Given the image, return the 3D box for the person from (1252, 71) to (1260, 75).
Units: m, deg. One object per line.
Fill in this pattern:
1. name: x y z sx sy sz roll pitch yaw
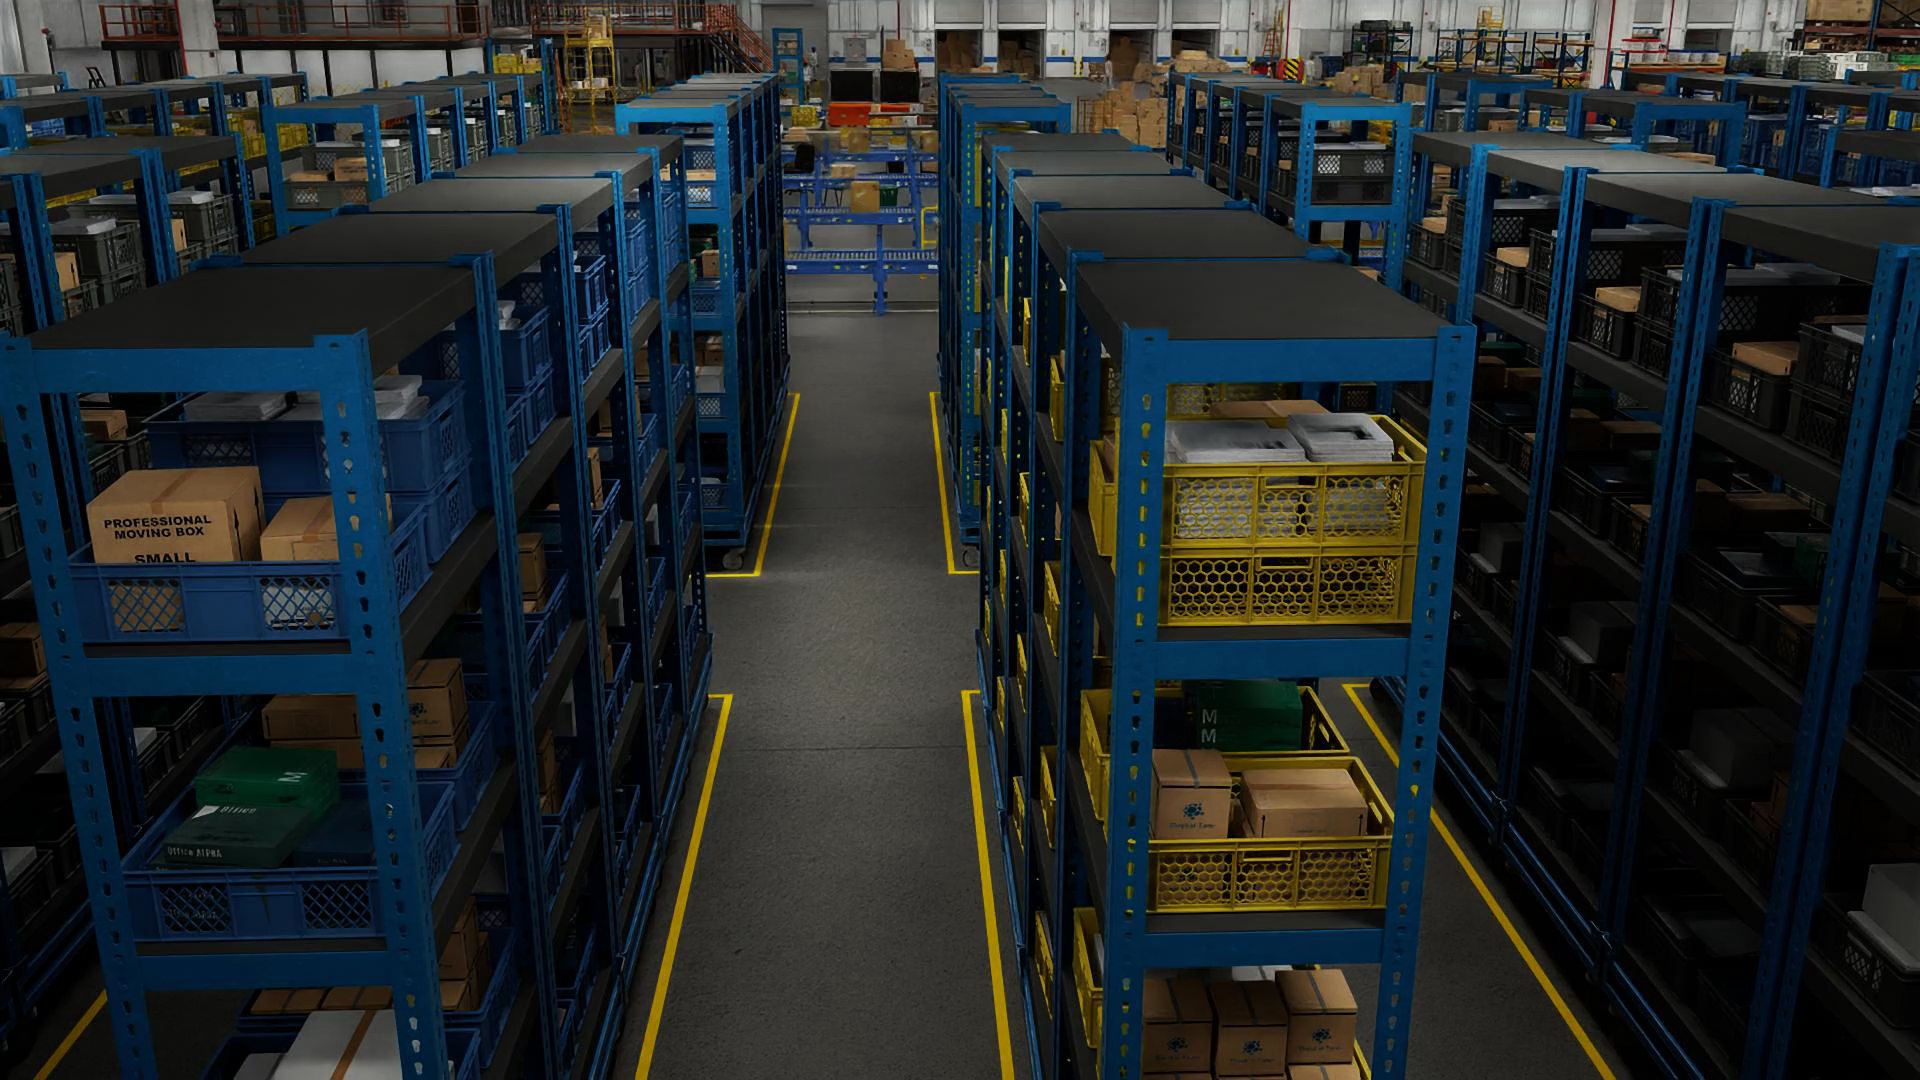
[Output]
1. person: 10.490 -15.719 59.360 0.415 1.987 0.620 -10 20 -27

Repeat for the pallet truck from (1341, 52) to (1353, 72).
1. pallet truck: 18.794 -23.123 82.231 0.823 1.965 1.885 -13 22 -35

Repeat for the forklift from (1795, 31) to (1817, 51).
1. forklift: 45.899 -26.245 90.478 1.129 2.768 1.873 -1 18 -2

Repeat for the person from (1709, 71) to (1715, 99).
1. person: 29.396 -17.637 65.303 0.603 1.966 0.368 3 18 8

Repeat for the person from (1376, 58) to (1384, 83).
1. person: 20.731 -22.923 82.118 0.565 1.675 0.406 -10 21 -29

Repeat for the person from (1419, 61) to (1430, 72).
1. person: 20.189 -19.881 72.412 0.528 1.865 0.313 15 23 39

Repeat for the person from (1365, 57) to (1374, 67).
1. person: 20.217 -22.931 82.078 0.495 1.722 0.573 -6 19 -17

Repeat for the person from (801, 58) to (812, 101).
1. person: -7.040 -20.988 75.786 0.554 1.906 0.904 -3 18 -10

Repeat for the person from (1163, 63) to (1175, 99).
1. person: 8.307 -17.716 65.430 0.686 2.000 0.538 -3 18 -8

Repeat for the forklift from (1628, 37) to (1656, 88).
1. forklift: 30.705 -21.271 75.086 1.129 2.768 1.873 -1 18 -2

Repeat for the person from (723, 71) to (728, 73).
1. person: -8.616 -16.354 61.496 0.627 1.873 0.461 6 19 18

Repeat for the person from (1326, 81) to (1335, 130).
1. person: 12.245 -14.276 55.145 0.601 1.817 0.682 -1 18 -2

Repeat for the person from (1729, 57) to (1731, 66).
1. person: 37.444 -22.723 81.261 0.501 1.839 0.341 6 19 17

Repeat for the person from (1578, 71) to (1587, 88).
1. person: 22.750 -16.094 60.613 0.818 1.918 0.542 10 20 27

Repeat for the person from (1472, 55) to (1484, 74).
1. person: 25.423 -22.838 81.605 0.624 1.841 0.430 15 23 39

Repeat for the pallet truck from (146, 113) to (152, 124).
1. pallet truck: -18.087 -8.309 36.390 1.885 1.965 0.823 -1 18 -4

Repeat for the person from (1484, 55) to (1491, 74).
1. person: 25.550 -22.560 80.649 0.492 1.894 0.638 0 18 0

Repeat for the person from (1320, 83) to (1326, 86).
1. person: 12.349 -14.779 56.920 0.565 1.679 0.409 7 19 20

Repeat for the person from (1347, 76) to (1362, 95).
1. person: 14.539 -16.254 61.421 0.542 1.710 0.925 9 20 27

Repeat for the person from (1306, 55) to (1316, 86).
1. person: 16.719 -22.154 79.398 0.387 1.913 0.763 -6 19 -17

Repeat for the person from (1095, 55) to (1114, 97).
1. person: 6.920 -22.052 79.073 0.954 1.895 0.650 8 20 24

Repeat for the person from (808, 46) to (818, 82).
1. person: -8.288 -26.921 94.058 0.601 1.951 0.380 -16 24 -41

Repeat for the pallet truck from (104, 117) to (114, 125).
1. pallet truck: -18.367 -7.885 35.078 1.885 1.965 0.823 1 18 2
